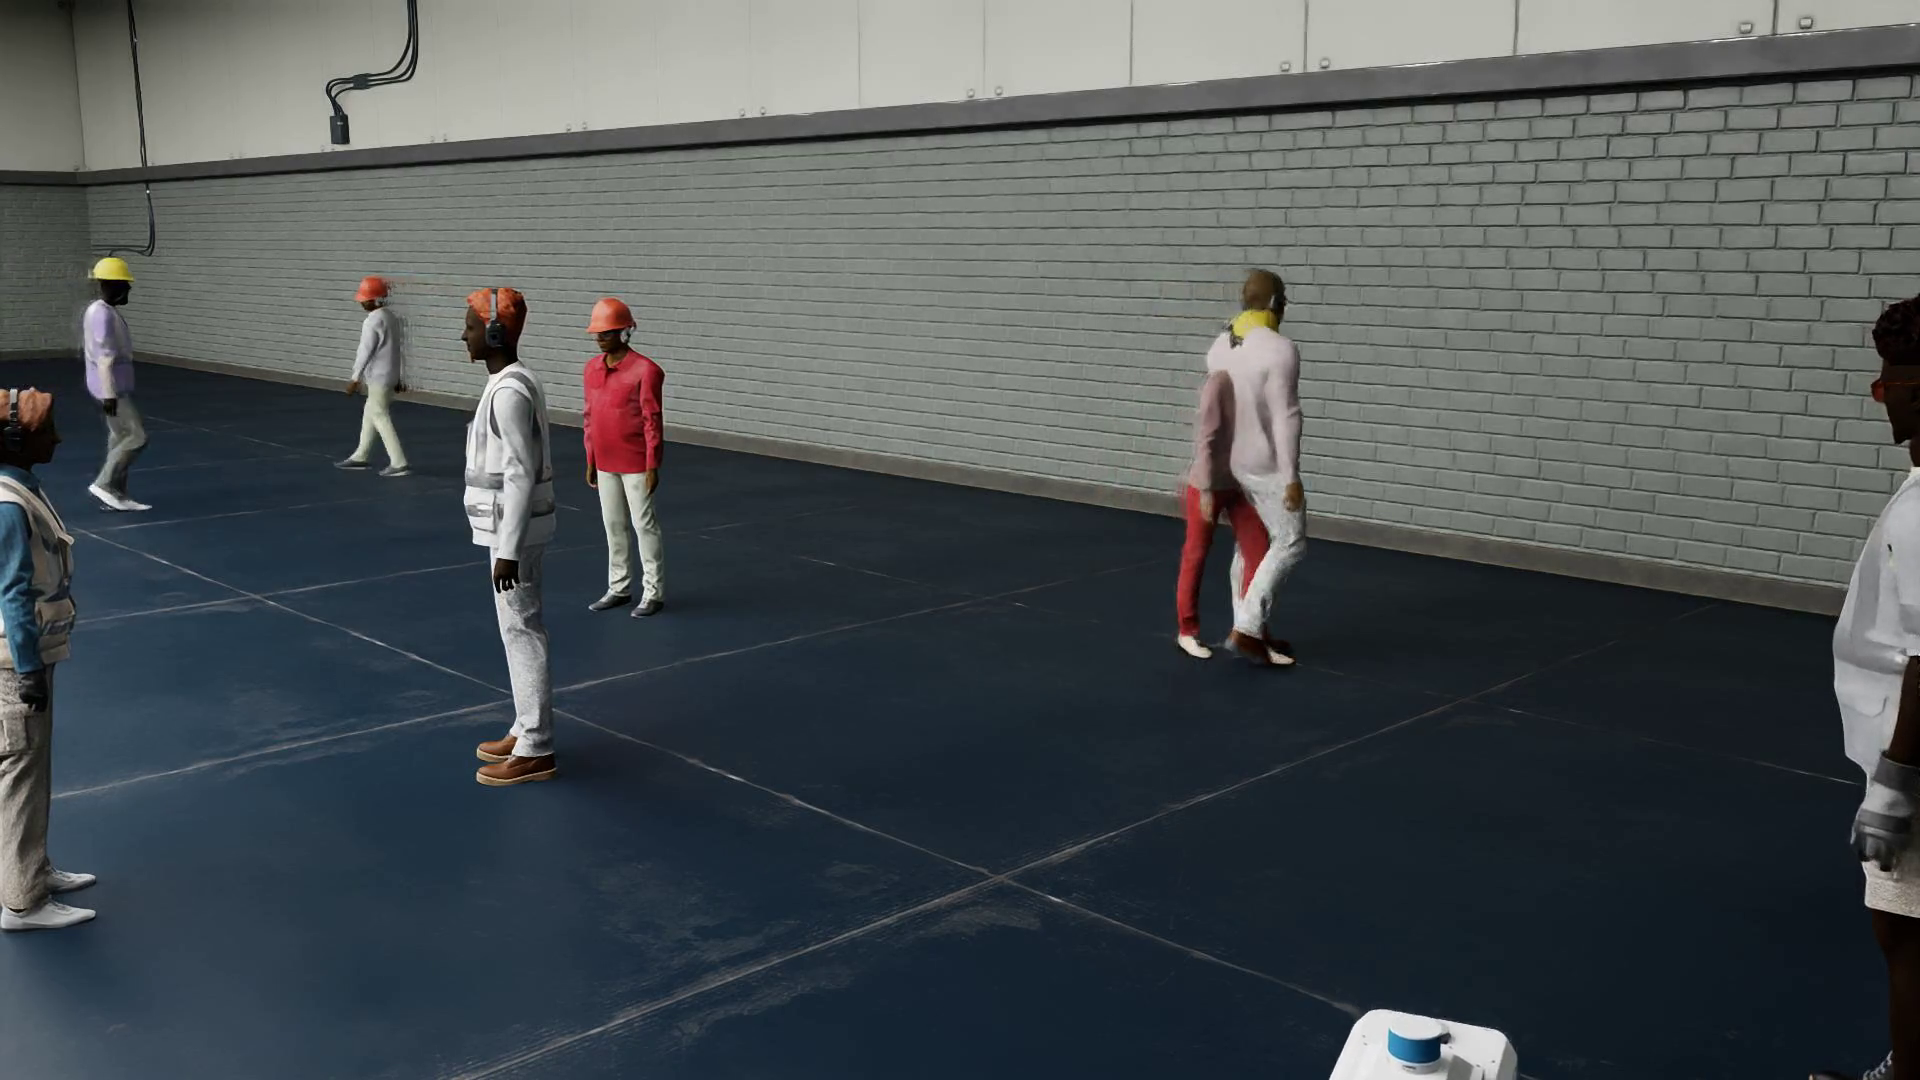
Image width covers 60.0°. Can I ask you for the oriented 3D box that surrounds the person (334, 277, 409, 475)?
[{"bbox_3d":[-5.145,-1.406,14.385,0.752,1.708,0.580,0,10,0],"label":"person"}]

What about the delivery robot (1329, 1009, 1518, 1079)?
[{"bbox_3d":[0.879,1.172,3.251,0.477,0.478,0.707,5,11,24],"label":"delivery robot"}]

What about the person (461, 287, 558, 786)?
[{"bbox_3d":[-1.717,-0.013,6.345,0.346,1.882,0.584,-3,11,-14],"label":"person"}]

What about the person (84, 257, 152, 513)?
[{"bbox_3d":[-6.271,-1.138,12.395,0.414,1.910,0.624,-4,11,-22],"label":"person"}]

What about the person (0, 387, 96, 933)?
[{"bbox_3d":[-2.822,0.357,5.029,0.318,1.631,0.513,-5,12,-26],"label":"person"}]

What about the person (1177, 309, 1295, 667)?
[{"bbox_3d":[1.338,-0.240,8.000,0.537,1.720,0.766,-8,13,-36],"label":"person"}]

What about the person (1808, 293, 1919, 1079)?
[{"bbox_3d":[2.086,0.446,3.621,0.374,1.963,0.607,9,13,39],"label":"person"}]

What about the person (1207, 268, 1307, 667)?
[{"bbox_3d":[1.417,-0.334,8.031,0.507,1.914,0.663,-5,12,-25],"label":"person"}]

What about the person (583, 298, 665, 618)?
[{"bbox_3d":[-1.860,-0.445,9.087,0.568,1.744,0.359,7,12,33],"label":"person"}]
